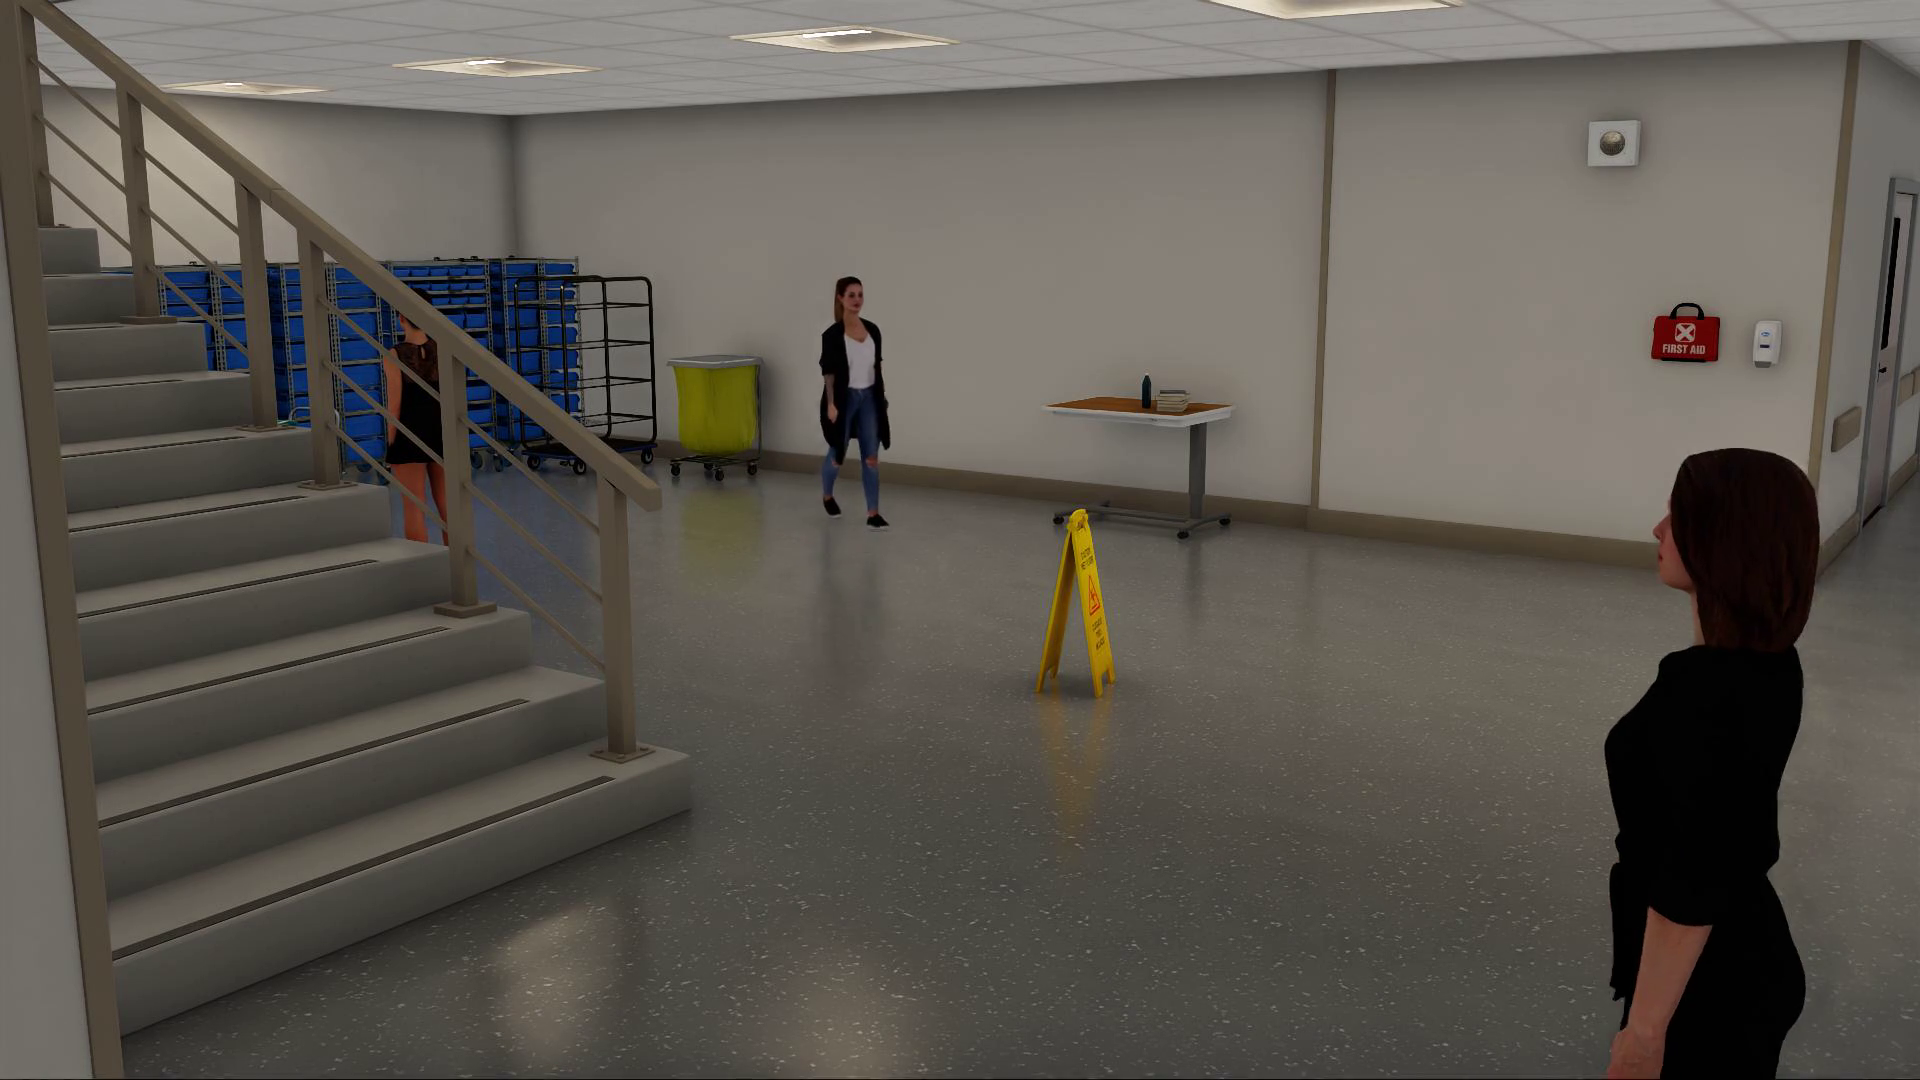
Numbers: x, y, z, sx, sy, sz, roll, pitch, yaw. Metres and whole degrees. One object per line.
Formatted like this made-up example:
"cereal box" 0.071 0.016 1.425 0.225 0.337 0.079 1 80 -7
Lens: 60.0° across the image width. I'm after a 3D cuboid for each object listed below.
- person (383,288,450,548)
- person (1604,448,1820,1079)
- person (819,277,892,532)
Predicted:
"person" -2.984 -0.555 9.231 0.592 1.675 0.608 10 15 43
"person" 1.143 0.700 2.520 0.526 1.712 0.600 8 14 38
"person" -0.763 -0.874 11.044 0.965 1.625 1.217 -6 12 -29
